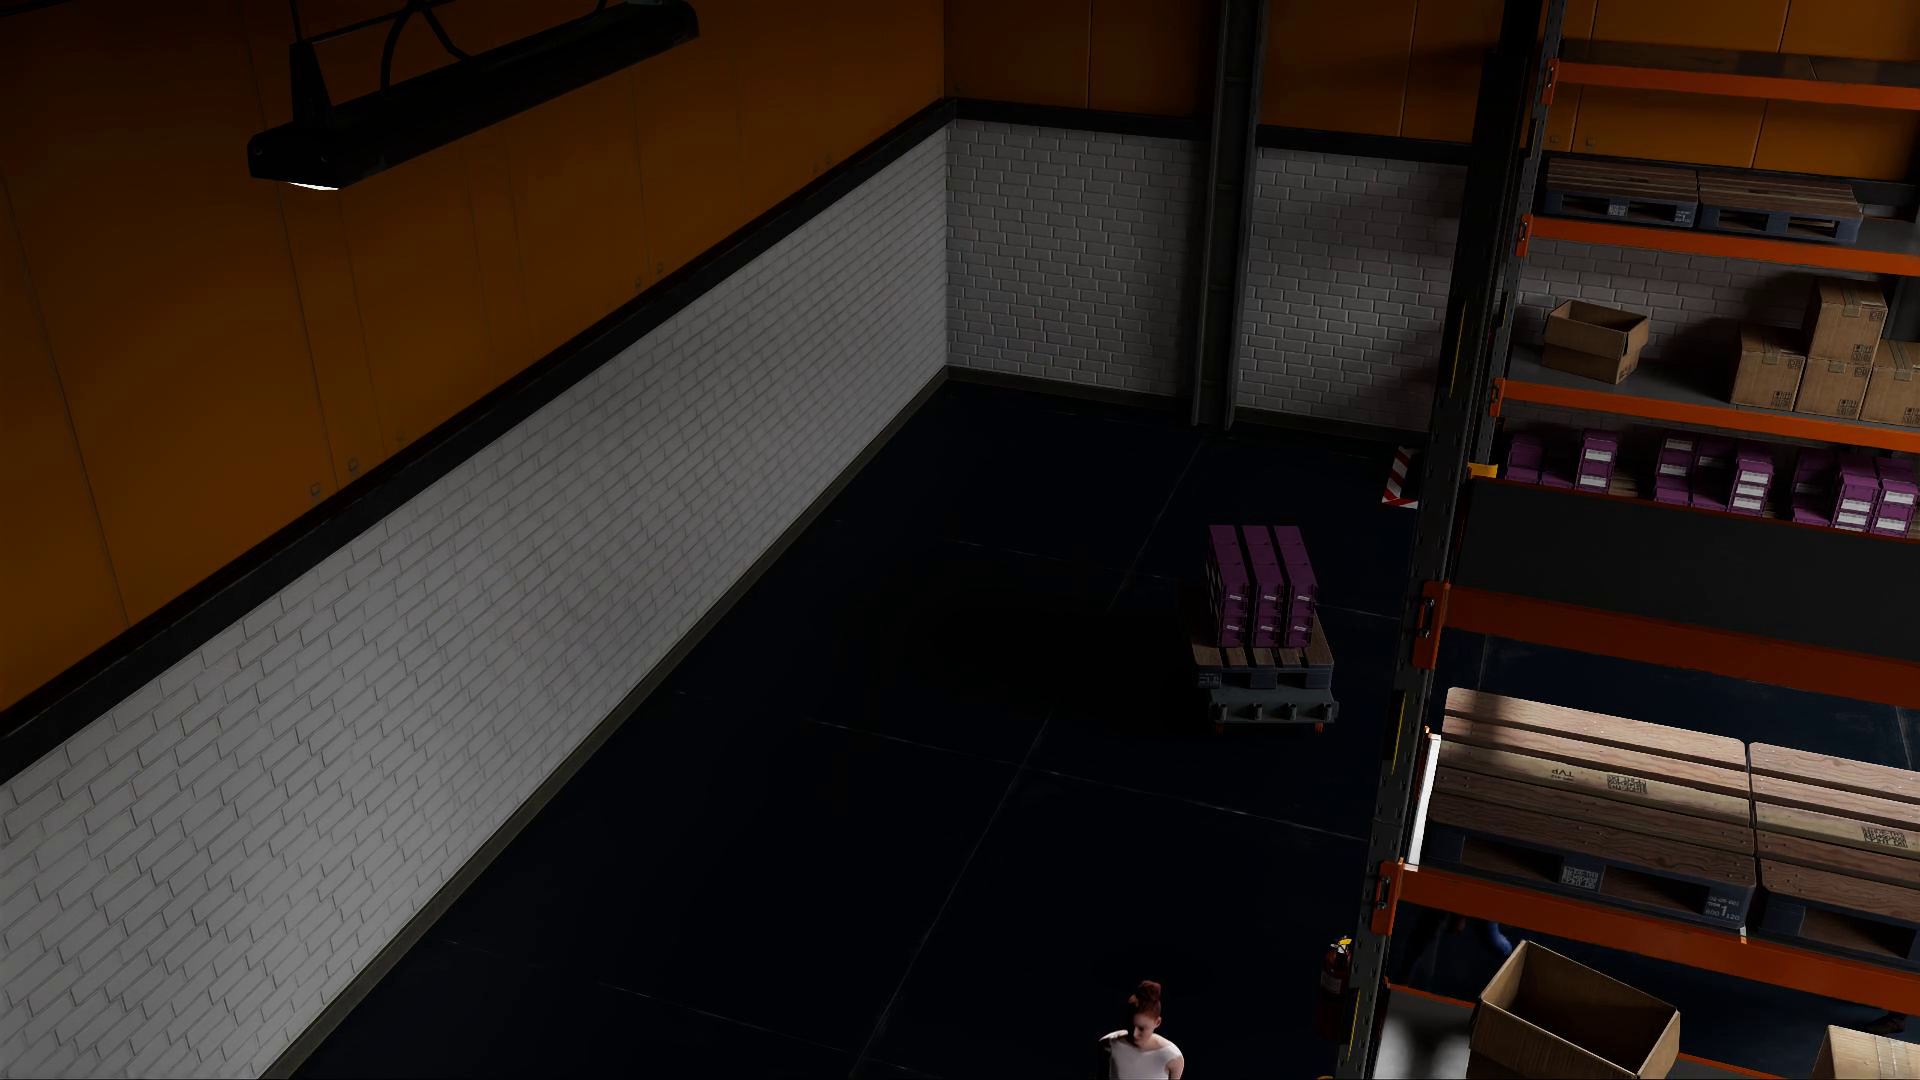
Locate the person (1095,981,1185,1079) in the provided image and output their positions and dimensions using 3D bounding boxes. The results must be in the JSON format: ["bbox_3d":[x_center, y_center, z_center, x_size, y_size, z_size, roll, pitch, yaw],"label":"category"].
[{"bbox_3d":[0.834,2.806,7.905,0.421,1.793,0.643,9,30,16],"label":"person"}]
